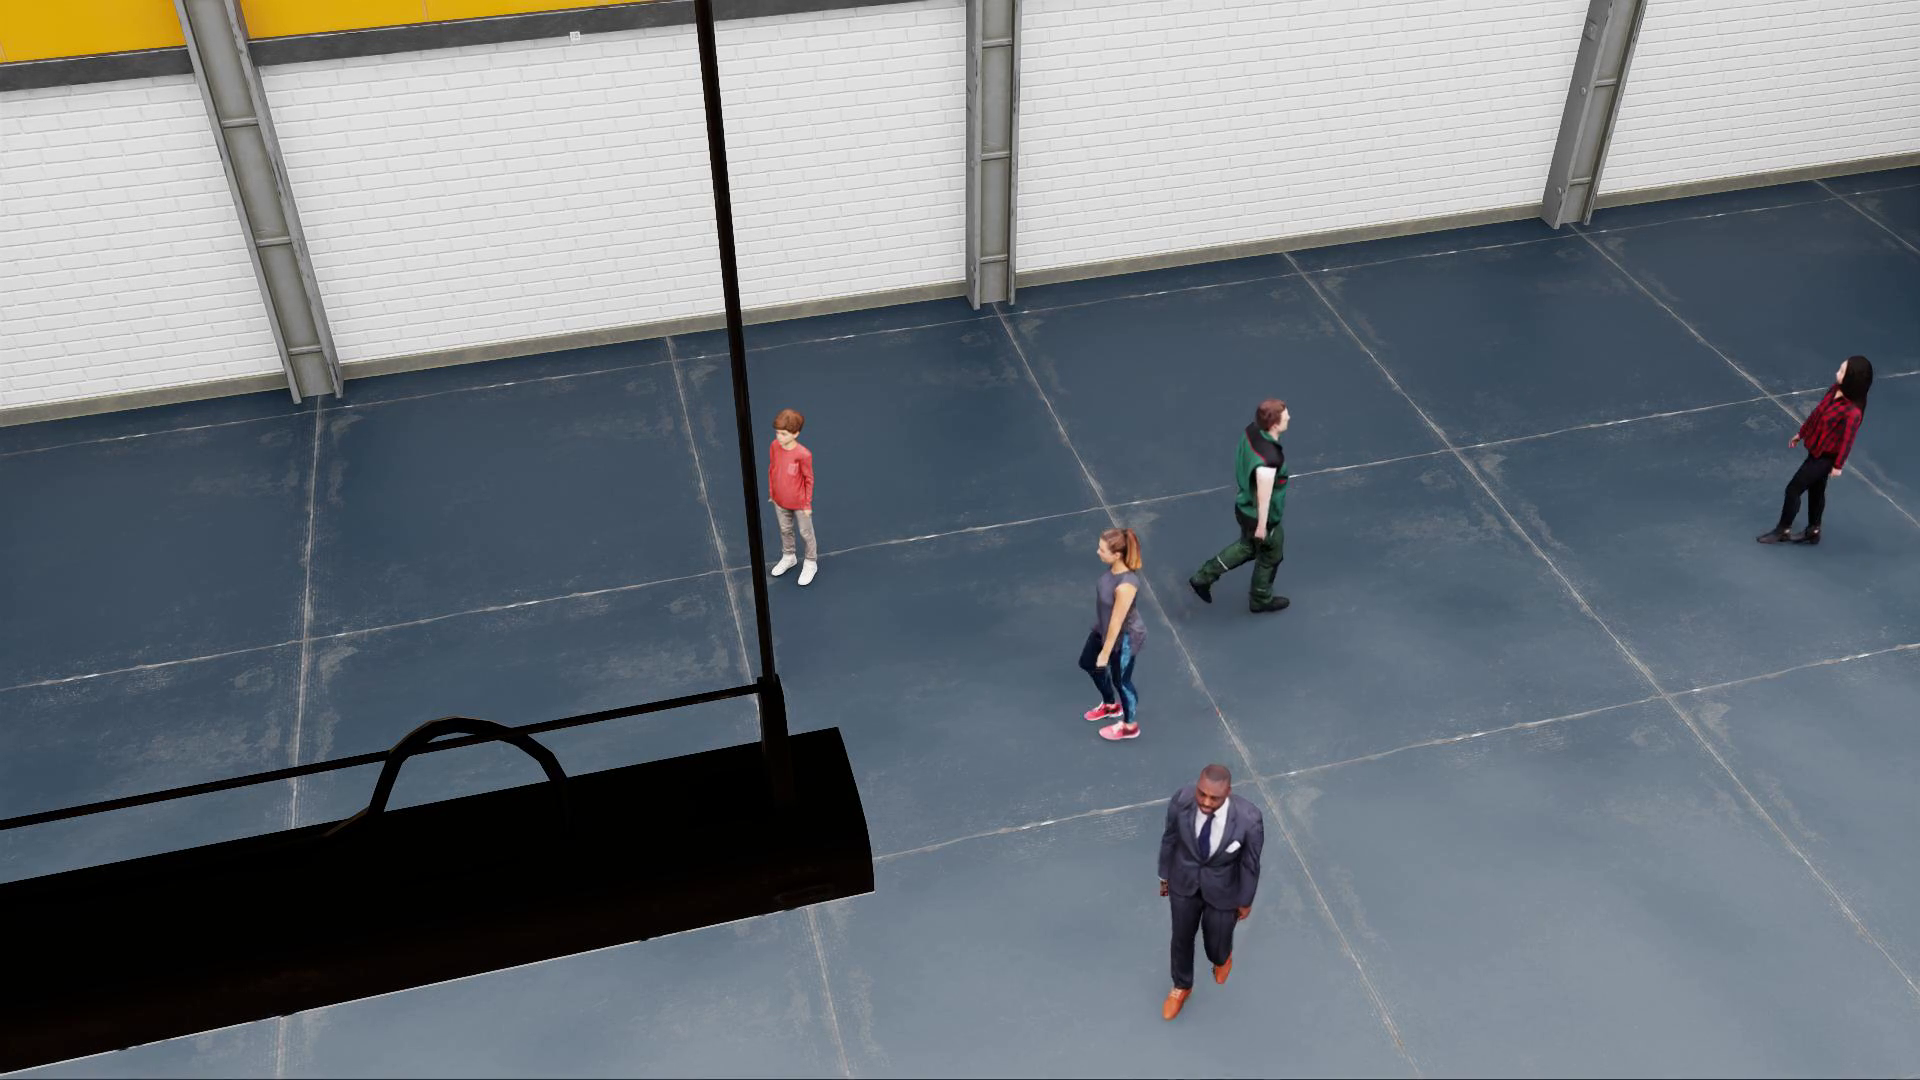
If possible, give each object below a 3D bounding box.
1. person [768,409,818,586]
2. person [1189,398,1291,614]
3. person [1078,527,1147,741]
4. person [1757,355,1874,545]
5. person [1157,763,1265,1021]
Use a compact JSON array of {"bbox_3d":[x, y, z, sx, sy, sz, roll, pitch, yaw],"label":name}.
[{"bbox_3d":[-1.201,-0.325,11.960,0.597,1.417,0.660,19,42,22],"label":"person"},{"bbox_3d":[1.998,-0.204,11.482,0.988,1.826,0.698,-6,39,-7],"label":"person"},{"bbox_3d":[1.094,0.609,10.554,0.652,1.712,0.602,-5,39,-7],"label":"person"},{"bbox_3d":[6.412,-0.631,12.164,0.806,1.641,0.730,6,39,8],"label":"person"},{"bbox_3d":[1.347,1.820,8.957,0.922,1.813,0.980,17,42,20],"label":"person"}]
